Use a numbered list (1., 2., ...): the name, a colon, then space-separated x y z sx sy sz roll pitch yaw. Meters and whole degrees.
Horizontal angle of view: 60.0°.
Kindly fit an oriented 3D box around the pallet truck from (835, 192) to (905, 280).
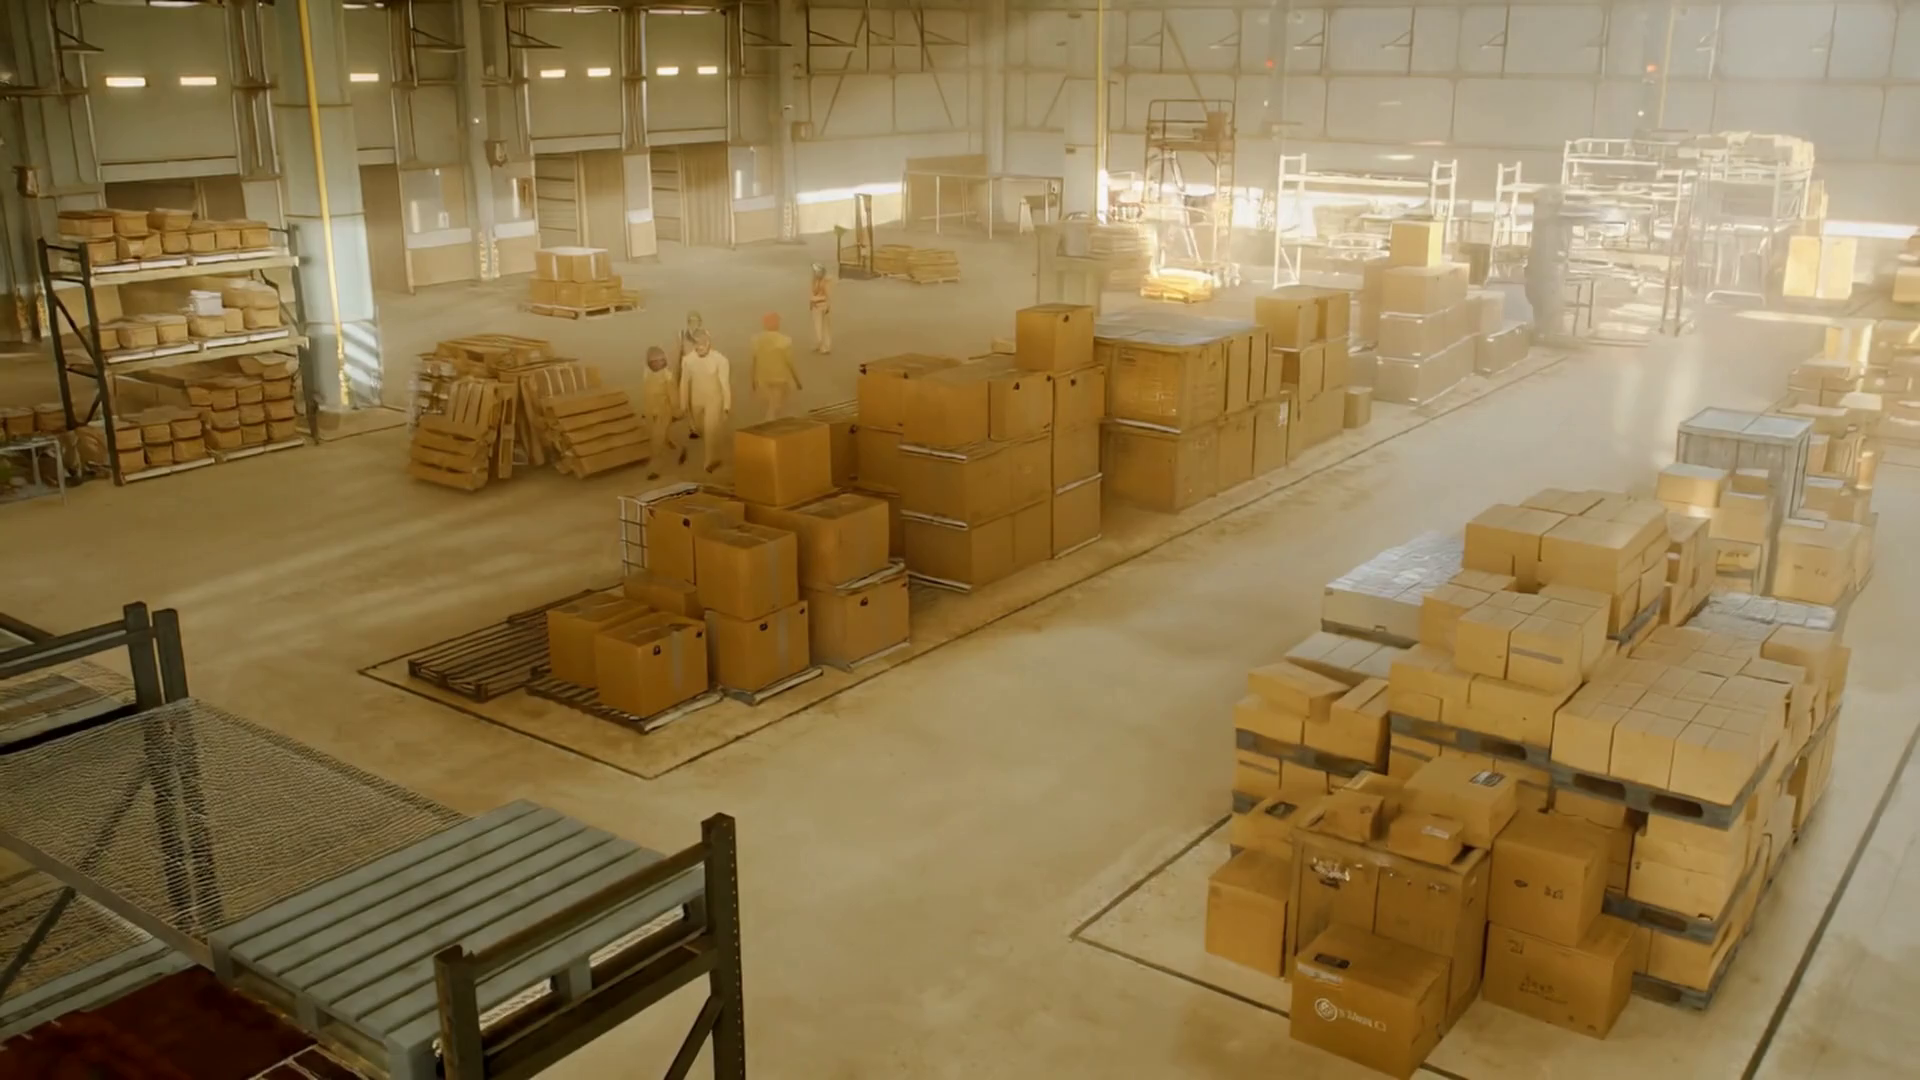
1. pallet truck: -1.936 -7.159 38.982 1.885 1.965 0.823 -12 21 -34

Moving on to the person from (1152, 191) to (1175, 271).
1. person: 4.946 -7.413 39.967 0.549 1.914 0.569 7 18 23

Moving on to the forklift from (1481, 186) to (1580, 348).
1. forklift: 10.661 -5.056 30.516 1.873 2.768 1.129 11 20 32

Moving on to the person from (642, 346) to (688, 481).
1. person: -3.789 -1.671 21.300 0.472 1.704 0.835 11 20 33

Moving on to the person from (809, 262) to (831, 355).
1. person: -2.478 -4.111 29.507 0.309 1.636 0.526 -16 23 -42

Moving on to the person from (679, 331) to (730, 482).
1. person: -3.266 -1.703 21.106 0.646 1.885 0.953 6 18 18

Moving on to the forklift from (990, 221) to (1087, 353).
1. forklift: 1.460 -3.273 24.613 1.873 2.768 1.129 12 21 35

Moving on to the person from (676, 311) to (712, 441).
1. person: -3.725 -2.365 23.474 0.517 1.798 0.971 -2 17 -7

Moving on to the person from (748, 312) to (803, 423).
1. person: -2.493 -2.157 22.607 0.651 1.884 1.008 9 19 28
